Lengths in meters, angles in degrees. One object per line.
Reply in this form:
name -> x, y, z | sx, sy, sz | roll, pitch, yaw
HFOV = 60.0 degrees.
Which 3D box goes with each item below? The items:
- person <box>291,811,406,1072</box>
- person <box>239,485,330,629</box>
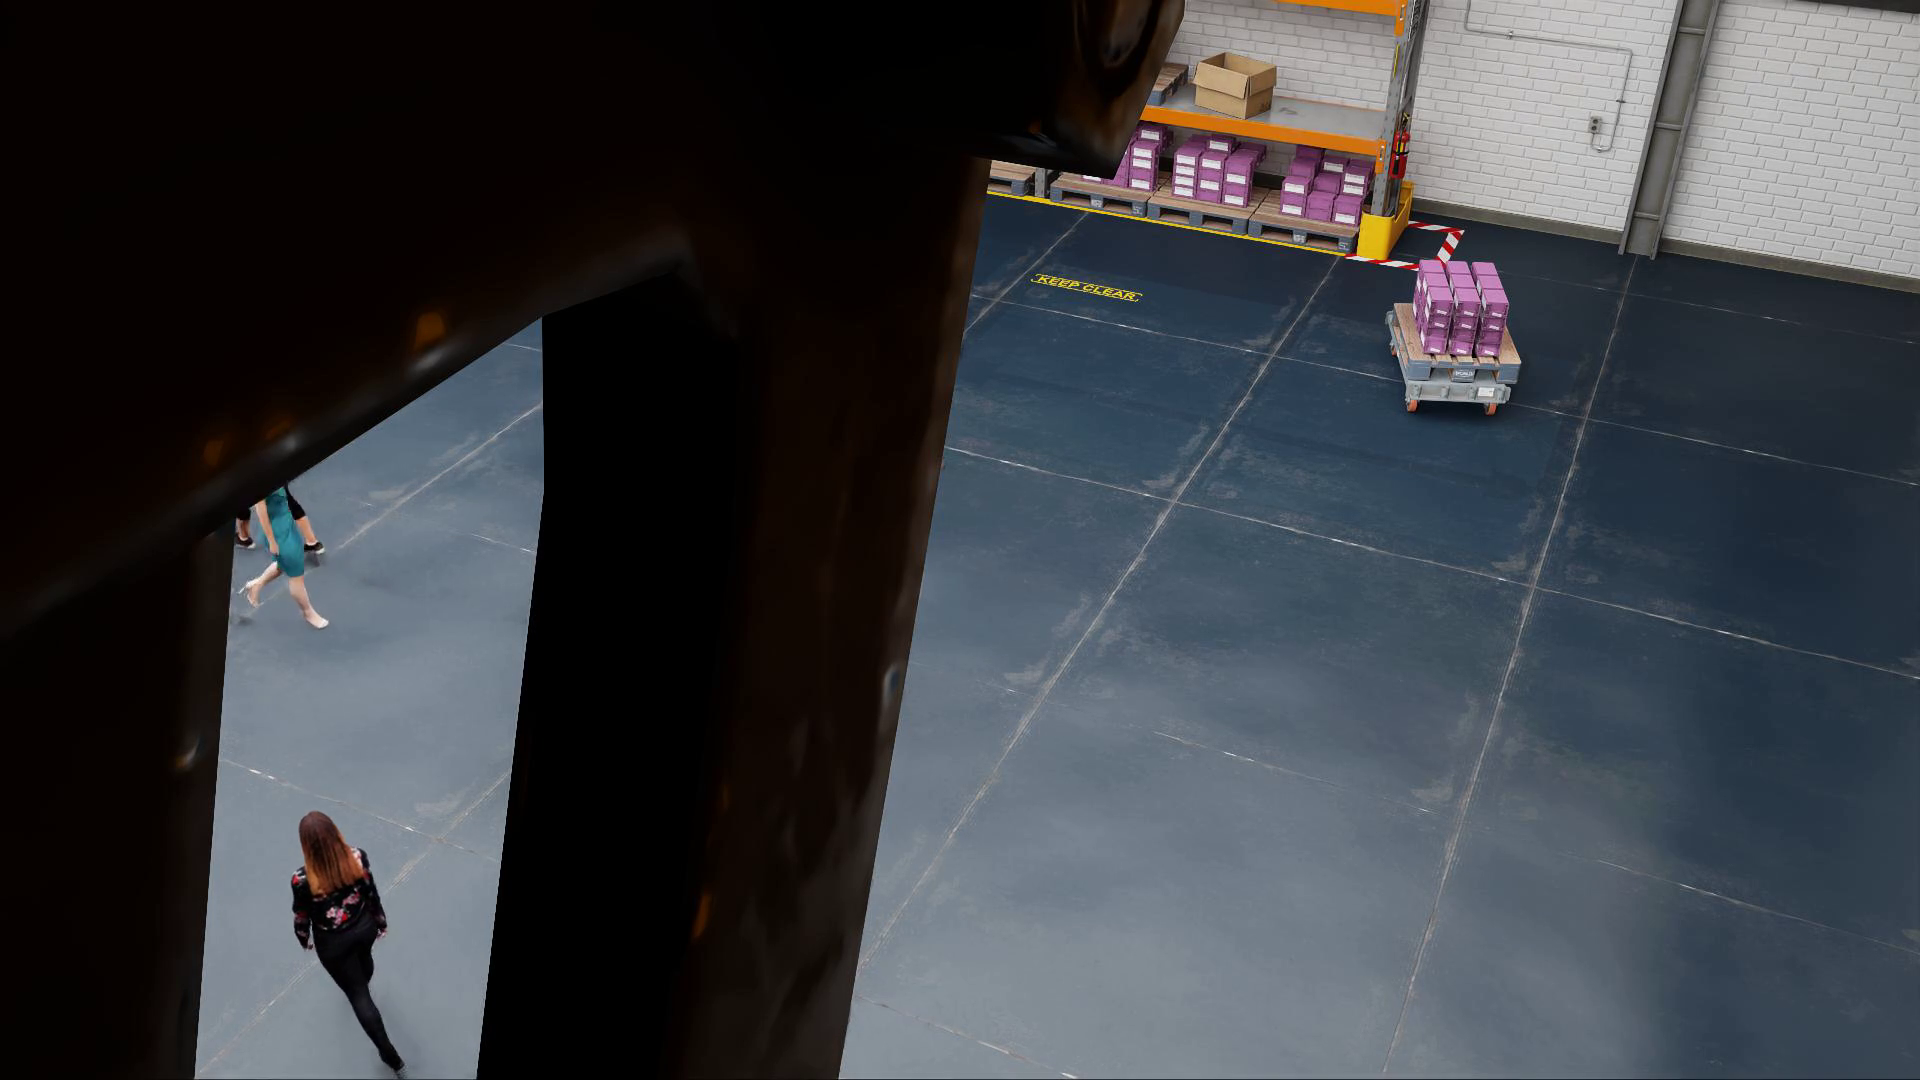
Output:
person -> -3.288, 2.182, 8.999 | 0.910, 1.643, 1.173 | -25, 41, -32
person -> -5.120, -0.045, 12.324 | 0.938, 1.672, 0.776 | -1, 34, -1
